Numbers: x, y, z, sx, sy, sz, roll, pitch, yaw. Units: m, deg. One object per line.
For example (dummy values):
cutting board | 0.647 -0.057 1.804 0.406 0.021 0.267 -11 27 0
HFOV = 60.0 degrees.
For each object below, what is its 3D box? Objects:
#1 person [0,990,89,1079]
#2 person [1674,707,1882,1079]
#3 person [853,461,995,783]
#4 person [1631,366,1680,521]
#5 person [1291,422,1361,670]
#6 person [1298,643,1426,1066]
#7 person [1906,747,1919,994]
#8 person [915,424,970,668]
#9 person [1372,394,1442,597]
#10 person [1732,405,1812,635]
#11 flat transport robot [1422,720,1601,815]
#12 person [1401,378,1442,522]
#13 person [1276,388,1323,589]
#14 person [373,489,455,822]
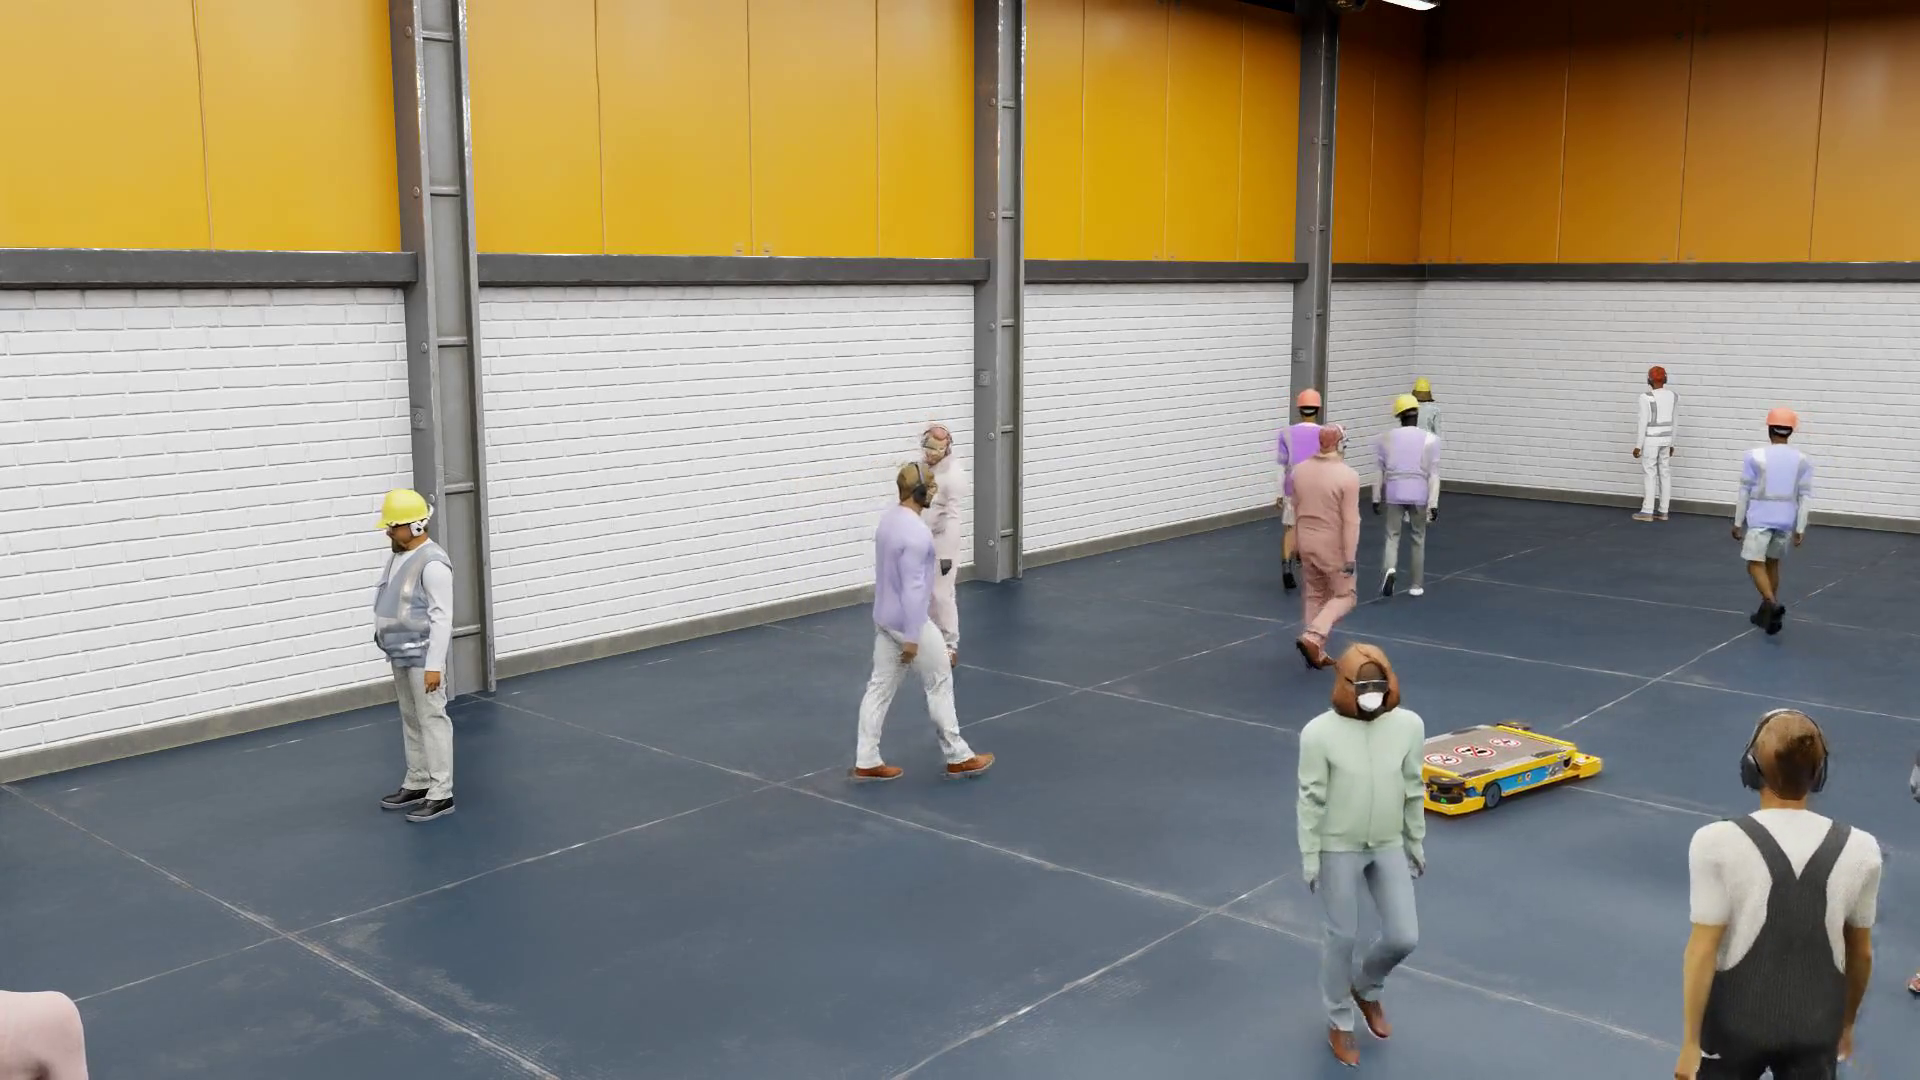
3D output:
person | -2.156 1.528 3.629 0.523 1.769 0.309 -5 10 -29
person | 2.268 1.349 4.675 0.536 1.790 0.984 1 9 8
person | -0.209 0.486 9.748 0.948 1.901 0.649 -4 10 -24
person | 8.431 -1.167 20.173 0.575 1.885 0.359 -3 10 -19
person | 2.711 0.065 12.428 0.515 1.890 0.657 -7 11 -36
person | 1.521 1.185 6.250 0.519 1.617 0.346 -1 9 -9
person | 4.364 0.960 7.044 0.977 1.826 0.554 -6 11 -32
person | -0.224 0.031 12.752 0.412 1.863 0.803 -5 10 -28
person | 4.087 -0.387 15.248 0.622 1.890 0.648 3 9 17
person | 6.755 -0.161 13.788 0.548 1.912 0.814 1 9 5
flat transport robot | 3.038 1.307 9.692 1.431 0.197 0.652 -7 11 -36
person | 5.543 -1.077 20.057 0.484 1.744 0.295 2 9 12
person | 3.253 -0.464 15.651 0.550 1.921 0.699 4 10 25
person | -2.997 0.621 9.136 0.403 1.826 0.586 -8 12 -41
